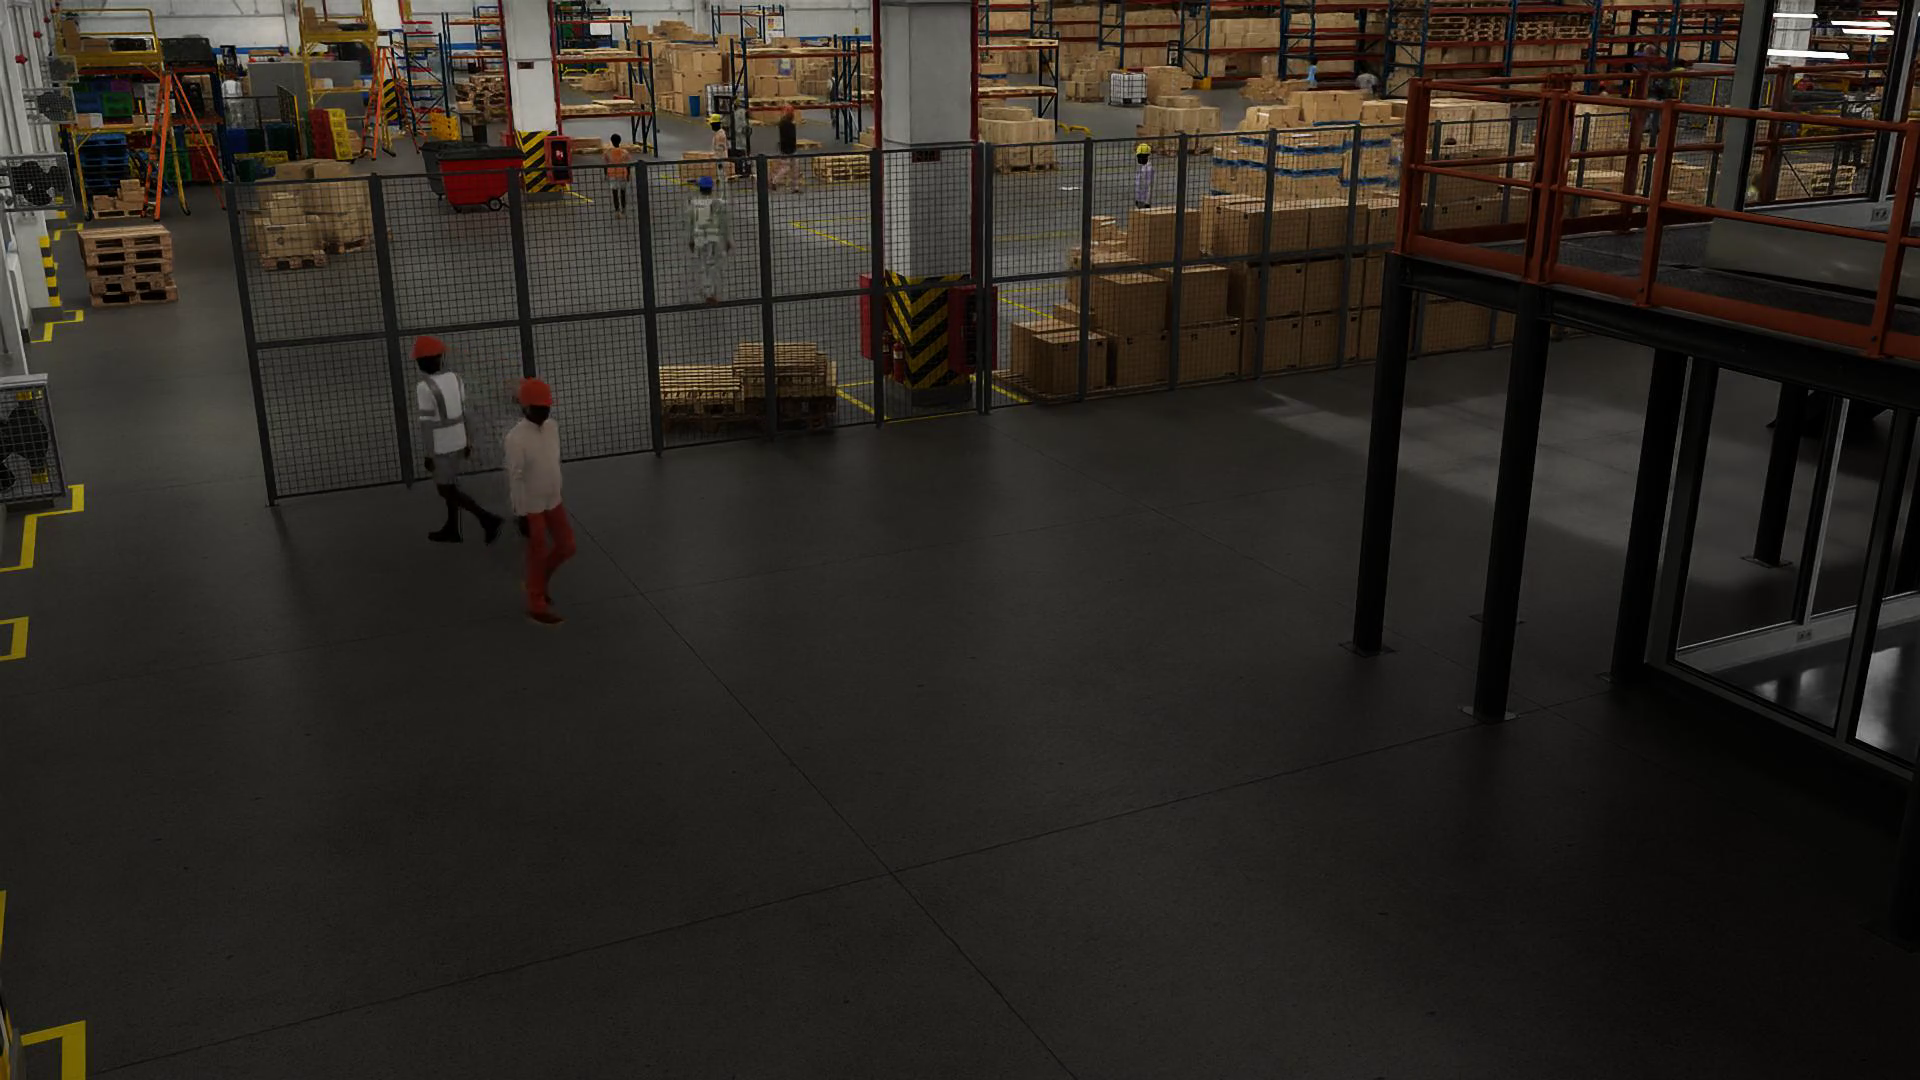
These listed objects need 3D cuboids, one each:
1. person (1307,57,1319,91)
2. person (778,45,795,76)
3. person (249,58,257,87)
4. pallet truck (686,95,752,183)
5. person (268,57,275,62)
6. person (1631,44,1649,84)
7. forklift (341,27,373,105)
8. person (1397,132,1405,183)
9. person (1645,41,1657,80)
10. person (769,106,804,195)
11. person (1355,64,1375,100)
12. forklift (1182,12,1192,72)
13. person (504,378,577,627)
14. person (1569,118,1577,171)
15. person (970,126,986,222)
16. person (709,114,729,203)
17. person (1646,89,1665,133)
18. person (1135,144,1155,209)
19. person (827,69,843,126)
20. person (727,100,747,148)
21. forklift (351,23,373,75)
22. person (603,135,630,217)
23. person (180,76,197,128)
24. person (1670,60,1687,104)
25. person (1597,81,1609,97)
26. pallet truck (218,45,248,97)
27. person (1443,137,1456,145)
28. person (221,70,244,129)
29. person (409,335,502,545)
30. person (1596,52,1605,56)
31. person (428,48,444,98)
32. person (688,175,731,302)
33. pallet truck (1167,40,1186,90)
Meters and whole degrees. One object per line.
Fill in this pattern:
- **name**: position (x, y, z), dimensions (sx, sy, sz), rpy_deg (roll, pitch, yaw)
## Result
- **person**: position (13.332, -17.334, 62.719), dimensions (0.431, 1.678, 0.528), rpy_deg (-7, 20, -18)
- **person**: position (-6.964, -19.001, 67.220), dimensions (0.627, 1.899, 0.707), rpy_deg (-13, 23, -32)
- **person**: position (-24.405, -15.692, 57.589), dimensions (0.375, 1.932, 0.549), rpy_deg (-6, 20, -17)
- **pallet truck**: position (-5.836, -9.608, 39.856), dimensions (0.823, 1.965, 1.885), rpy_deg (10, 22, 27)
- **person**: position (-23.856, -15.827, 57.981), dimensions (0.373, 1.935, 0.627), rpy_deg (1, 19, 3)
- **person**: position (27.923, -19.423, 68.395), dimensions (0.629, 1.939, 0.371), rpy_deg (4, 19, 12)
- **forklift**: position (-22.275, -17.346, 60.954), dimensions (1.873, 2.768, 1.129), rpy_deg (-9, 21, -25)
- **person**: position (8.964, -7.427, 33.762), dimensions (0.730, 1.849, 0.520), rpy_deg (2, 19, 6)
- **person**: position (31.199, -21.701, 75.104), dimensions (0.647, 1.885, 0.731), rpy_deg (-8, 21, -22)
- **person**: position (-3.927, -8.803, 37.560), dimensions (0.736, 1.971, 0.624), rpy_deg (11, 22, 30)
- **person**: position (13.220, -14.470, 54.070), dimensions (0.782, 1.936, 0.368), rpy_deg (11, 22, 29)
- **forklift**: position (11.169, -24.070, 80.444), dimensions (1.873, 2.768, 1.129), rpy_deg (1, 19, 3)
- **person**: position (-3.259, -0.288, 12.874), dimensions (0.458, 1.980, 0.624), rpy_deg (10, 21, 26)
- **person**: position (13.947, -9.109, 38.366), dimensions (0.417, 2.034, 0.604), rpy_deg (-2, 19, -5)
- **person**: position (0.263, -7.406, 33.604), dimensions (0.672, 1.913, 0.617), rpy_deg (-7, 20, -19)
- **person**: position (-5.223, -8.277, 36.122), dimensions (0.389, 1.922, 0.589), rpy_deg (-2, 19, -7)
- **person**: position (19.752, -11.978, 47.237), dimensions (0.537, 1.659, 0.868), rpy_deg (0, 19, -1)
- **person**: position (3.300, -6.154, 29.947), dimensions (0.373, 1.928, 0.584), rpy_deg (-5, 20, -13)
- **person**: position (-4.015, -14.245, 53.547), dimensions (0.545, 1.829, 0.400), rpy_deg (-2, 19, -5)
- **person**: position (-5.848, -10.778, 43.671), dimensions (0.516, 1.711, 0.550), rpy_deg (2, 19, 7)
- **forklift**: position (-23.248, -18.699, 64.874), dimensions (1.129, 2.768, 1.873), rpy_deg (14, 23, 35)
- **person**: position (-7.071, -7.520, 34.317), dimensions (0.550, 1.644, 0.894), rpy_deg (-6, 20, -16)
- **person**: position (-24.622, -13.955, 53.005), dimensions (0.514, 1.631, 0.418), rpy_deg (-2, 19, -5)
- **person**: position (26.701, -16.987, 61.775), dimensions (0.886, 1.652, 0.536), rpy_deg (-12, 22, -31)
- **person**: position (18.142, -12.015, 46.969), dimensions (0.550, 1.914, 0.875), rpy_deg (-17, 25, -40)
- **pallet truck**: position (-28.879, -18.665, 66.111), dimensions (0.823, 1.965, 1.885), rpy_deg (-3, 19, -9)
- **person**: position (9.322, -6.792, 31.928), dimensions (0.627, 1.843, 0.429), rpy_deg (-10, 21, -26)
- **person**: position (-22.586, -13.626, 51.686), dimensions (0.599, 1.873, 0.424), rpy_deg (-6, 20, -16)
- **person**: position (-4.421, -0.844, 14.588), dimensions (0.748, 1.913, 0.560), rpy_deg (5, 20, 14)
- **person**: position (28.762, -21.534, 74.968), dimensions (0.525, 1.639, 0.307), rpy_deg (4, 20, 12)
- **person**: position (-20.643, -18.440, 65.587), dimensions (0.629, 1.921, 0.659), rpy_deg (0, 19, -1)
- **person**: position (-3.801, -4.608, 25.479), dimensions (0.614, 1.921, 0.752), rpy_deg (7, 20, 19)
- **pallet truck**: position (9.045, -19.971, 69.895), dimensions (0.823, 1.965, 1.885), rpy_deg (-3, 19, -8)
